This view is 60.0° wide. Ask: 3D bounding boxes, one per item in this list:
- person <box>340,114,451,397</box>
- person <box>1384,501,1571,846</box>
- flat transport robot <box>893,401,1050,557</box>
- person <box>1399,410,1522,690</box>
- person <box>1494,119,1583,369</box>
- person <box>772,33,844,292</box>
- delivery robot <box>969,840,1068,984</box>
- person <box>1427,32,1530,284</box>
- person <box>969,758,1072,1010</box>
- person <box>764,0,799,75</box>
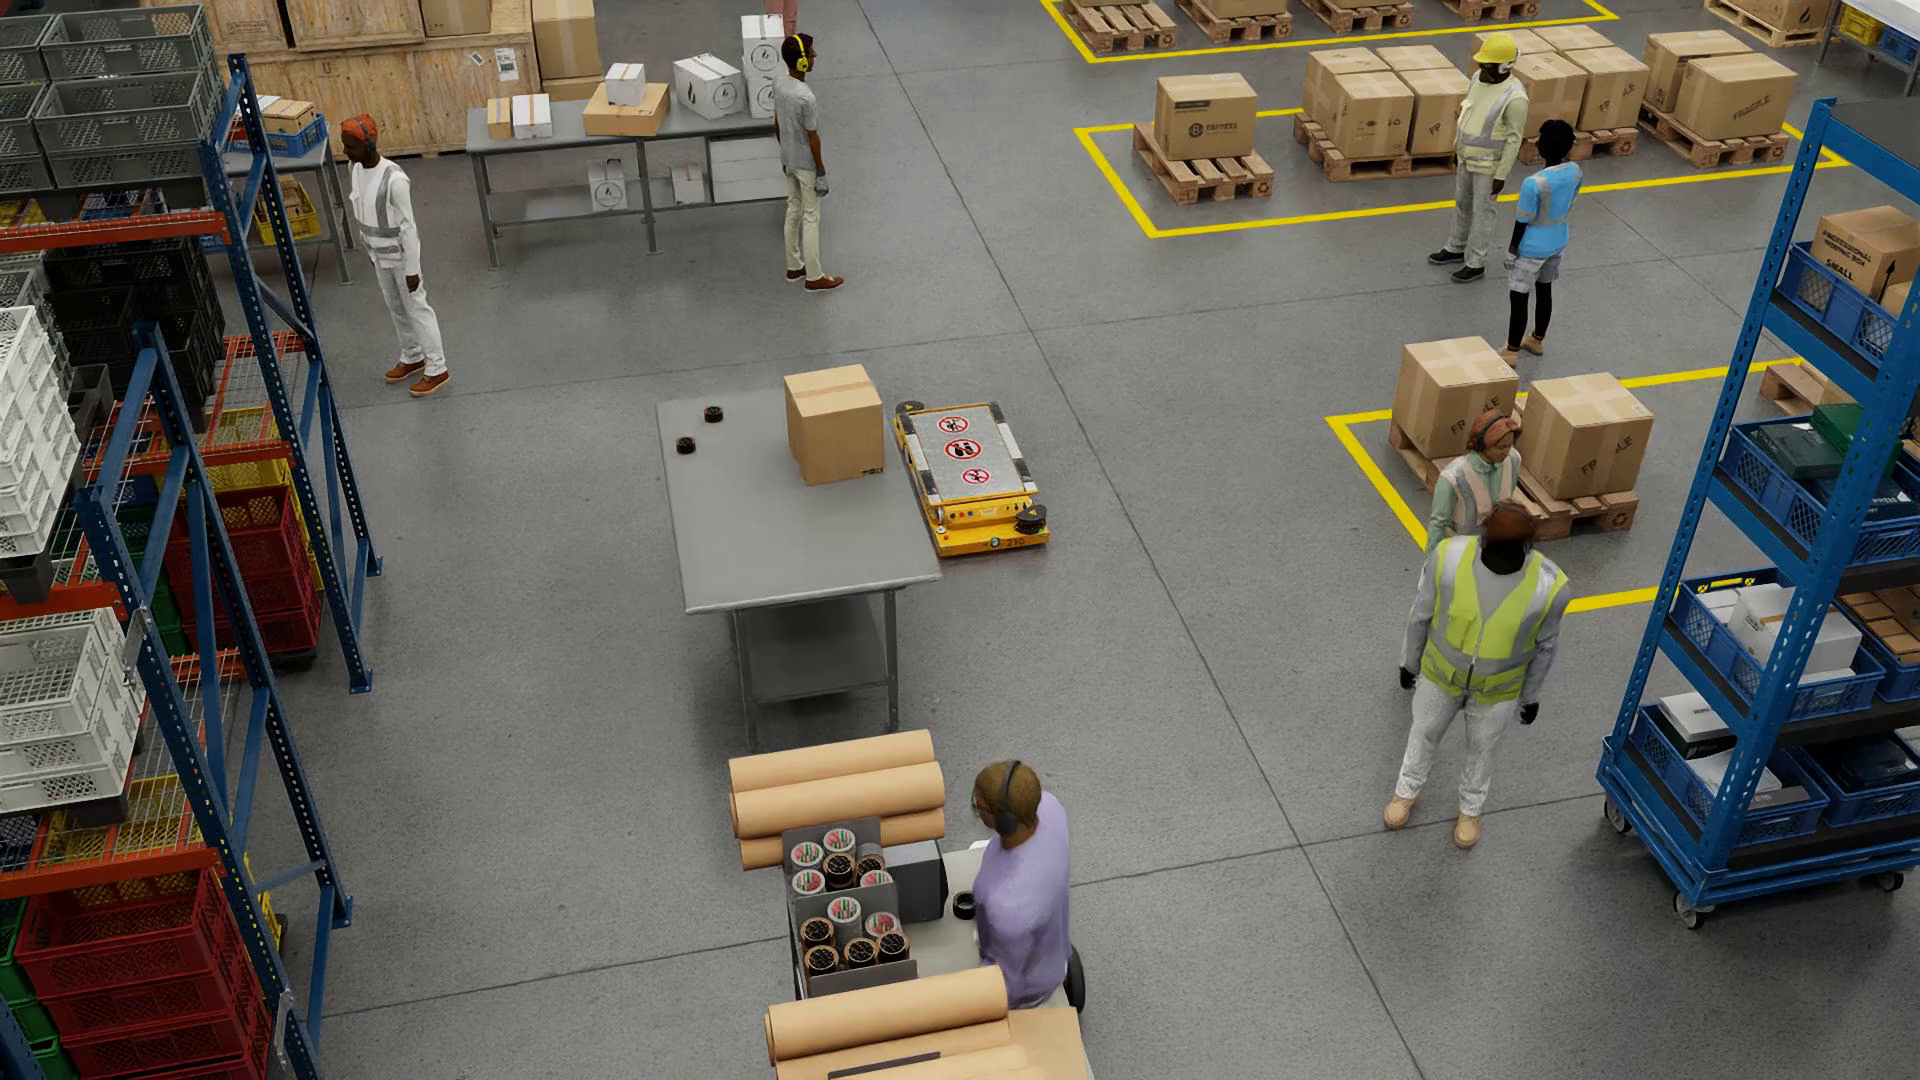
[{"bbox_3d":[-3.633,-1.819,10.644,0.573,1.879,0.353,28,45,32],"label":"person"},{"bbox_3d":[2.285,0.604,7.417,0.647,1.839,0.430,15,39,19],"label":"person"},{"bbox_3d":[0.046,-0.430,10.108,0.652,0.197,1.431,-8,37,-10],"label":"flat transport robot"},{"bbox_3d":[2.518,0.048,8.334,0.518,1.632,0.317,-18,40,-23],"label":"person"},{"bbox_3d":[3.806,-1.946,10.966,0.534,1.691,0.322,-24,43,-28],"label":"person"},{"bbox_3d":[-1.104,-2.666,11.784,0.328,1.872,0.514,-26,44,-31],"label":"person"},{"bbox_3d":[0.233,1.591,7.081,0.477,0.478,0.707,-5,37,-6],"label":"delivery robot"},{"bbox_3d":[3.726,-2.737,11.912,0.403,1.827,0.600,-11,38,-15],"label":"person"},{"bbox_3d":[0.212,1.541,6.085,0.385,1.931,0.639,9,38,12],"label":"person"},{"bbox_3d":[-1.587,-4.663,14.448,0.400,1.900,0.645,1,37,2],"label":"person"}]
